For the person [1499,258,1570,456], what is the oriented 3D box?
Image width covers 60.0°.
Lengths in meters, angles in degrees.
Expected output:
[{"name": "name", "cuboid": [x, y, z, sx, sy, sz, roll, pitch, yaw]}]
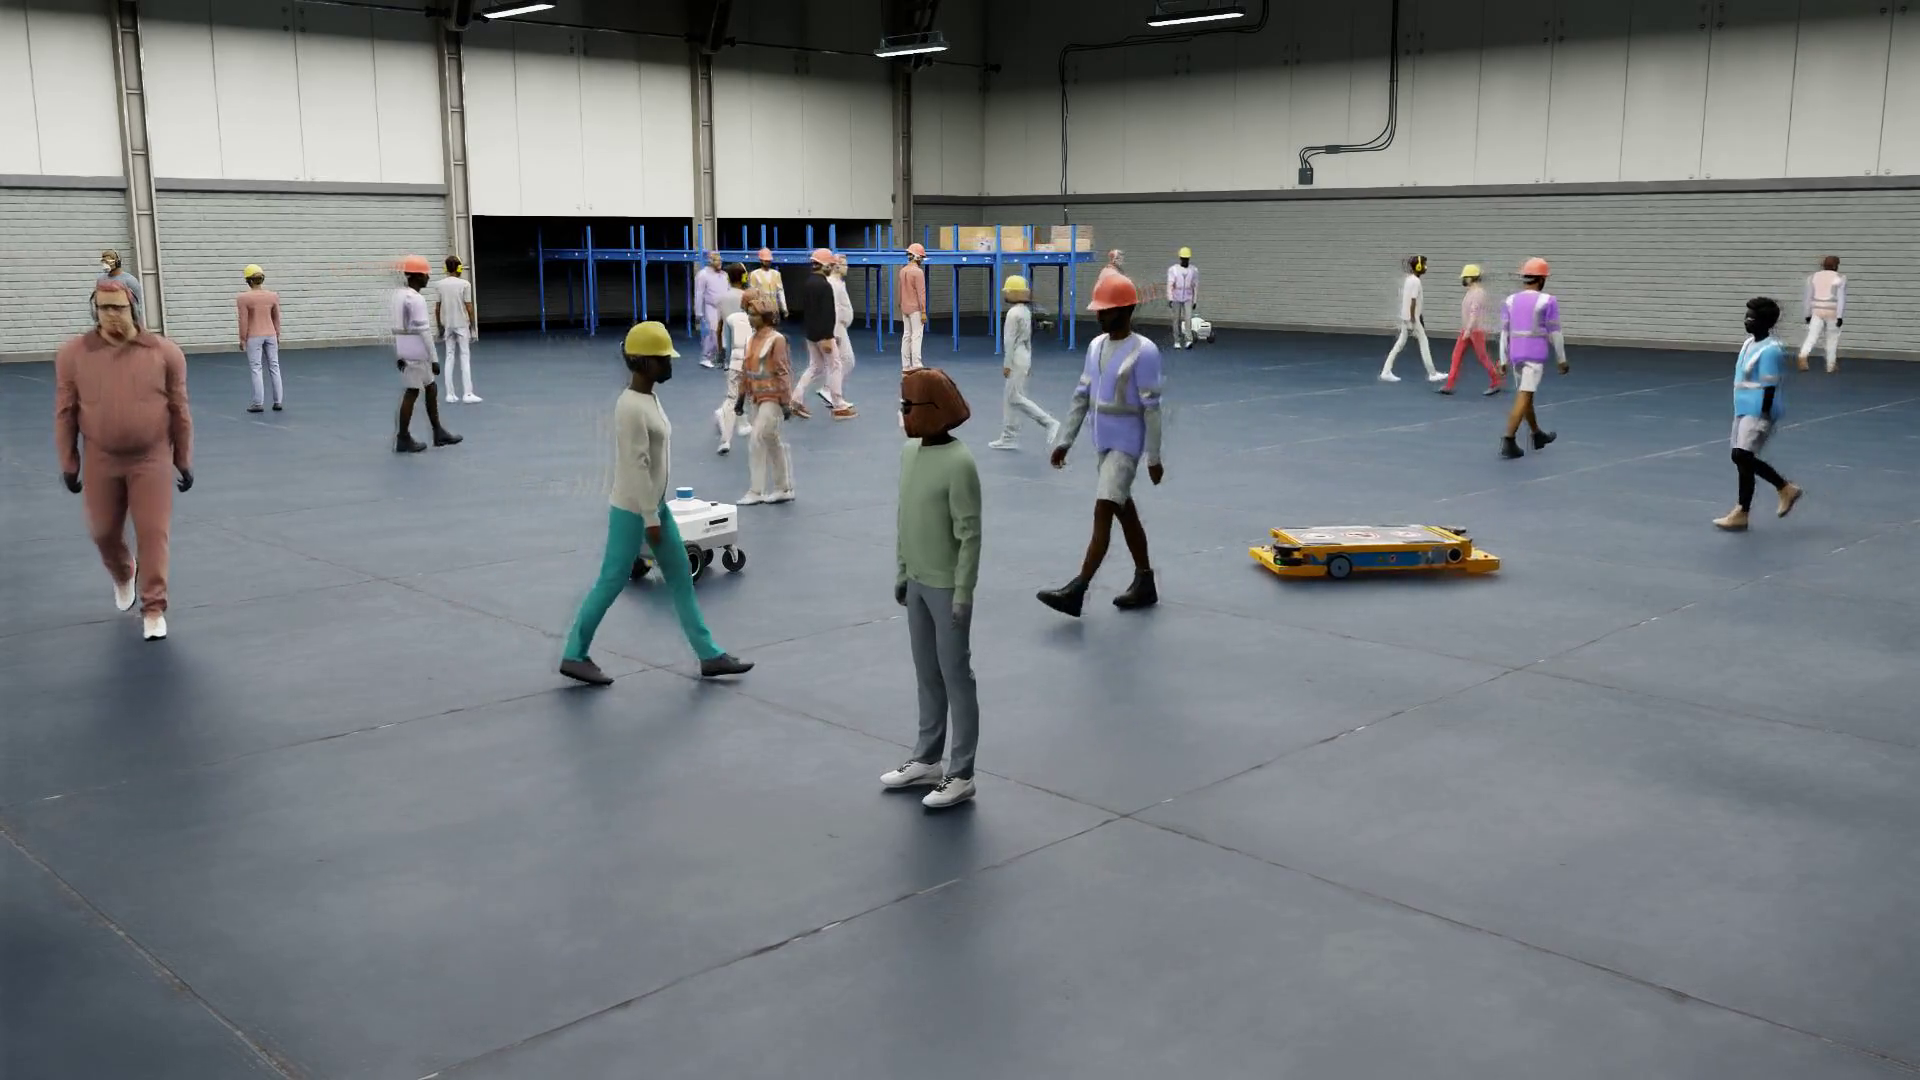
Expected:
[{"name": "person", "cuboid": [5.547, -1.769, 16.087, 1.009, 1.881, 0.567, -7, 13, -35]}]

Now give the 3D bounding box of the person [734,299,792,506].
[{"name": "person", "cuboid": [-1.592, -1.065, 13.000, 0.687, 1.613, 0.548, -7, 13, -34]}]

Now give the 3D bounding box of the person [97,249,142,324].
[{"name": "person", "cuboid": [-10.285, -2.573, 20.338, 0.629, 1.940, 0.373, 3, 11, 17]}]

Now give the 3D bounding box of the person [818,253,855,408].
[{"name": "person", "cuboid": [-1.477, -2.544, 20.311, 0.434, 1.887, 0.667, 0, 10, -2]}]

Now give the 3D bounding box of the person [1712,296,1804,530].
[{"name": "person", "cuboid": [5.797, -0.915, 11.982, 0.568, 1.679, 0.540, 2, 11, 9]}]

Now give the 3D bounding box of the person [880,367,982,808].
[{"name": "person", "cuboid": [-0.096, 0.172, 6.203, 0.286, 1.632, 0.500, -6, 12, -29]}]

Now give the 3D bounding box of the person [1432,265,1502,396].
[{"name": "person", "cuboid": [6.821, -2.786, 22.087, 0.898, 1.726, 0.529, -1, 10, -3]}]

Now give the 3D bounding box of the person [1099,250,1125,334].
[{"name": "person", "cuboid": [2.286, -3.346, 24.716, 0.406, 1.882, 0.692, -3, 11, -15]}]

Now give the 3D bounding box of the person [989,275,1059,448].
[{"name": "person", "cuboid": [0.630, -1.752, 16.440, 0.688, 1.722, 0.490, 3, 11, 16]}]

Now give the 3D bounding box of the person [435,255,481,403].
[{"name": "person", "cuboid": [-6.387, -2.676, 21.103, 0.533, 1.864, 0.310, 2, 11, 11]}]

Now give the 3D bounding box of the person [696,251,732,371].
[{"name": "person", "cuboid": [-3.849, -3.625, 26.306, 0.990, 1.857, 0.663, 8, 13, 37]}]

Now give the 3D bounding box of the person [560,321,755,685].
[{"name": "person", "cuboid": [-1.487, -0.167, 7.828, 0.920, 1.718, 0.547, 0, 10, 2]}]

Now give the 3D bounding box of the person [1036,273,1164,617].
[{"name": "person", "cuboid": [0.784, -0.521, 9.263, 0.944, 1.888, 0.560, -6, 12, -28]}]

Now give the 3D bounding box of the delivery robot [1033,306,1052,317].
[{"name": "delivery robot", "cuboid": [1.788, -5.099, 37.039, 0.335, 0.223, 0.698, -6, 12, -28]}]

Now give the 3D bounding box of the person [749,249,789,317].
[{"name": "person", "cuboid": [-3.145, -3.821, 27.291, 0.569, 1.885, 0.985, -8, 13, -36]}]

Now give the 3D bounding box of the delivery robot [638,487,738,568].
[{"name": "delivery robot", "cuboid": [-1.716, -0.085, 10.409, 0.477, 0.478, 0.707, 6, 12, 32]}]

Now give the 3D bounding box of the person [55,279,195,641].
[{"name": "person", "cuboid": [-4.456, -0.451, 8.912, 0.666, 1.886, 0.768, -4, 11, -19]}]

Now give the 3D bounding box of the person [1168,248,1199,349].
[{"name": "person", "cuboid": [4.147, -4.474, 30.883, 0.600, 1.866, 1.024, 0, 10, -1]}]

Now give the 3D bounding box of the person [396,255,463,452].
[{"name": "person", "cuboid": [-5.224, -1.831, 16.363, 0.828, 1.905, 0.581, -7, 12, -32]}]

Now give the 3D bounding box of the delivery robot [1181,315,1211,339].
[{"name": "delivery robot", "cuboid": [4.684, -4.224, 32.976, 0.477, 0.478, 0.707, -4, 11, -20]}]

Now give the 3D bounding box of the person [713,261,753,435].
[{"name": "person", "cuboid": [-2.367, -2.001, 17.487, 0.526, 1.845, 0.751, 7, 12, 33]}]

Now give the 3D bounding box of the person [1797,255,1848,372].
[{"name": "person", "cuboid": [13.407, -3.515, 25.822, 0.837, 1.818, 0.632, -7, 13, -35]}]

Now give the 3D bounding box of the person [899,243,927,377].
[{"name": "person", "cuboid": [-0.674, -3.406, 24.745, 0.387, 1.988, 0.608, -7, 12, -34]}]

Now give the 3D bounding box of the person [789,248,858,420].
[{"name": "person", "cuboid": [-1.617, -2.370, 19.156, 0.820, 1.971, 0.629, -6, 12, -30]}]

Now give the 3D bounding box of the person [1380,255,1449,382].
[{"name": "person", "cuboid": [6.608, -3.210, 24.147, 0.981, 1.822, 0.512, -1, 10, -4]}]

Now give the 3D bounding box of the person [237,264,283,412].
[{"name": "person", "cuboid": [-8.438, -2.433, 20.045, 0.309, 1.769, 0.524, 9, 13, 39]}]

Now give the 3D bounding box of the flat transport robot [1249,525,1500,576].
[{"name": "flat transport robot", "cuboid": [2.638, 0.059, 10.650, 1.431, 0.197, 0.652, -1, 10, -6]}]

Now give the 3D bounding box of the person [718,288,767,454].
[{"name": "person", "cuboid": [-2.105, -1.643, 16.188, 0.531, 1.606, 0.604, 4, 11, 23]}]
